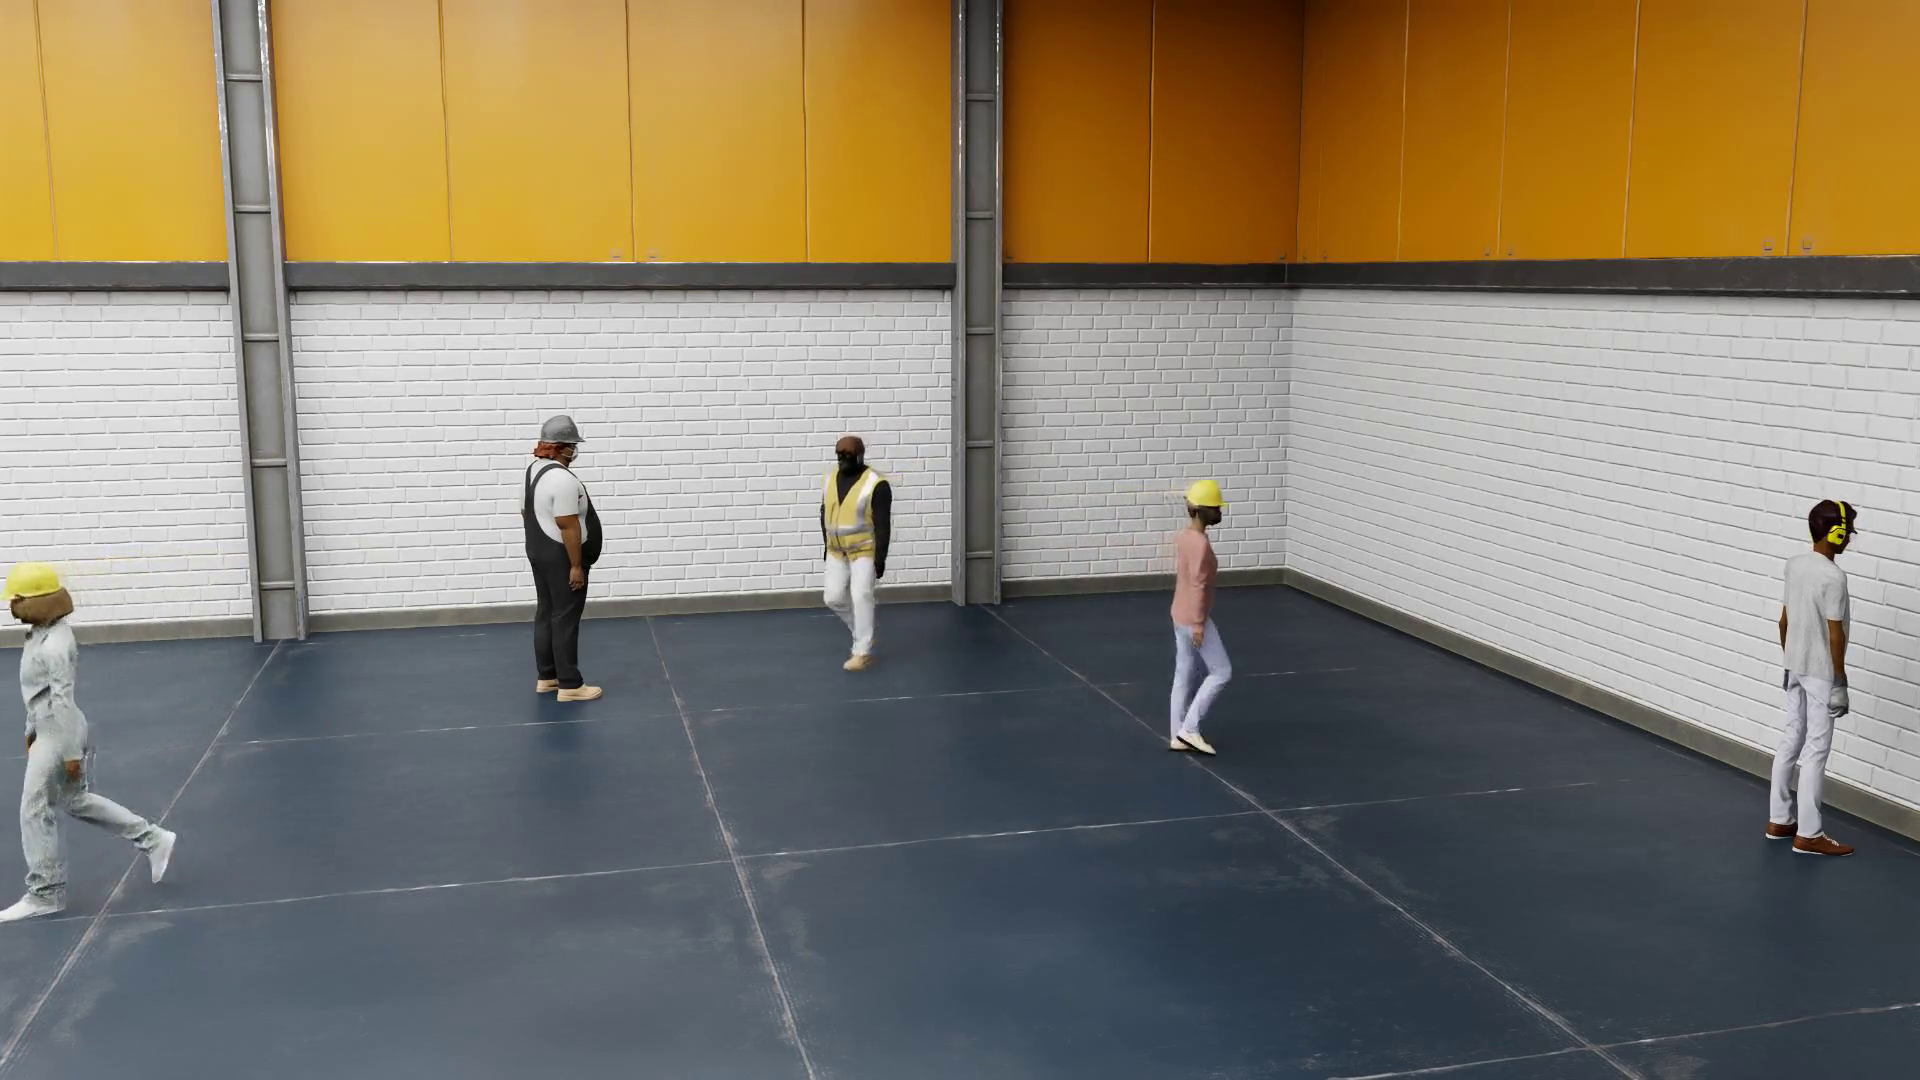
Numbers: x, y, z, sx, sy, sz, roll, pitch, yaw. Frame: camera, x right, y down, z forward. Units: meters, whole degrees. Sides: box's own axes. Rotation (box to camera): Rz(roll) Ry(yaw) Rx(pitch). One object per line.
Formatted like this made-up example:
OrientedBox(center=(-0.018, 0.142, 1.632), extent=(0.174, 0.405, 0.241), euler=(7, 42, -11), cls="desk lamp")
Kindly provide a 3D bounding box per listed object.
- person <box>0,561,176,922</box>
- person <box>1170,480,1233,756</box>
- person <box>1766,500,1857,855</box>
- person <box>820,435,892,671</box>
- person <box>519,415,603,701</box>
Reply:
OrientedBox(center=(-4.204, 0.922, 7.893), extent=(0.736, 1.711, 0.492), euler=(-5, 10, -29), cls="person")
OrientedBox(center=(1.516, 0.493, 10.438), extent=(0.409, 1.749, 0.554), euler=(0, 9, -2), cls="person")
OrientedBox(center=(4.507, 0.714, 8.742), extent=(0.329, 1.865, 0.509), euler=(-1, 9, -6), cls="person")
OrientedBox(center=(-0.797, 0.089, 12.763), extent=(0.666, 1.821, 0.479), euler=(6, 11, 32), cls="person")
OrientedBox(center=(-2.825, 0.116, 11.920), extent=(0.536, 2.000, 0.688), euler=(-7, 11, -37), cls="person")
